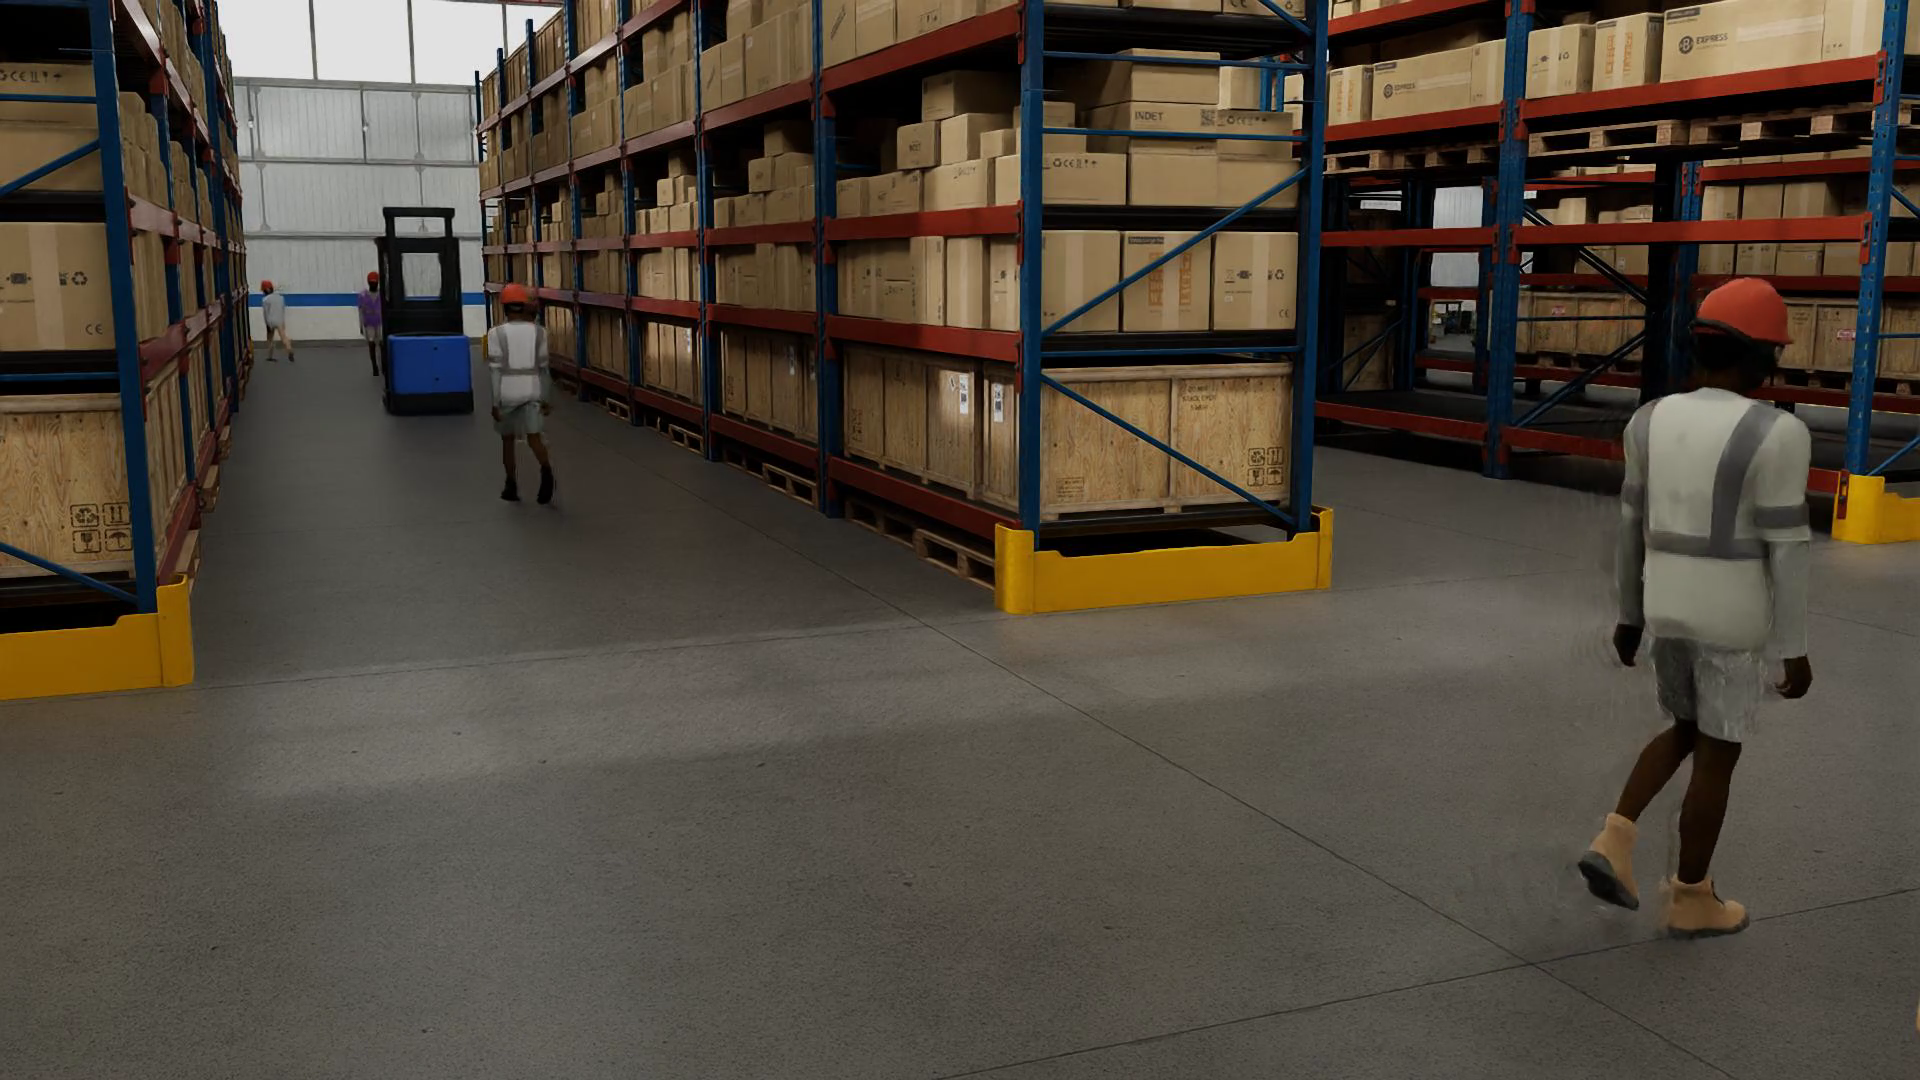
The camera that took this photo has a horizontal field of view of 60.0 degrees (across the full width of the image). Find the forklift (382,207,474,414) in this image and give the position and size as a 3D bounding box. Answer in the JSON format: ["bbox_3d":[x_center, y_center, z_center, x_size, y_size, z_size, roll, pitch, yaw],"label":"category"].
[{"bbox_3d":[-7.438,-3.206,23.064,1.129,2.768,1.873,-4,10,-22],"label":"forklift"}]

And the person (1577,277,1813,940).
[{"bbox_3d":[2.250,0.232,5.022,0.493,2.027,0.618,-4,10,-22],"label":"person"}]

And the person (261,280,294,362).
[{"bbox_3d":[-14.253,-4.565,34.703,0.772,1.715,0.573,6,11,34],"label":"person"}]

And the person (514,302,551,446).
[{"bbox_3d":[-4.876,-1.873,18.830,0.514,1.631,0.318,4,10,22],"label":"person"}]

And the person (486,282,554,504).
[{"bbox_3d":[-3.748,-1.245,14.235,0.555,1.911,0.848,-7,12,-35],"label":"person"}]

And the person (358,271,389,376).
[{"bbox_3d":[-10.638,-3.915,30.239,0.549,1.907,0.797,-3,10,-20],"label":"person"}]
